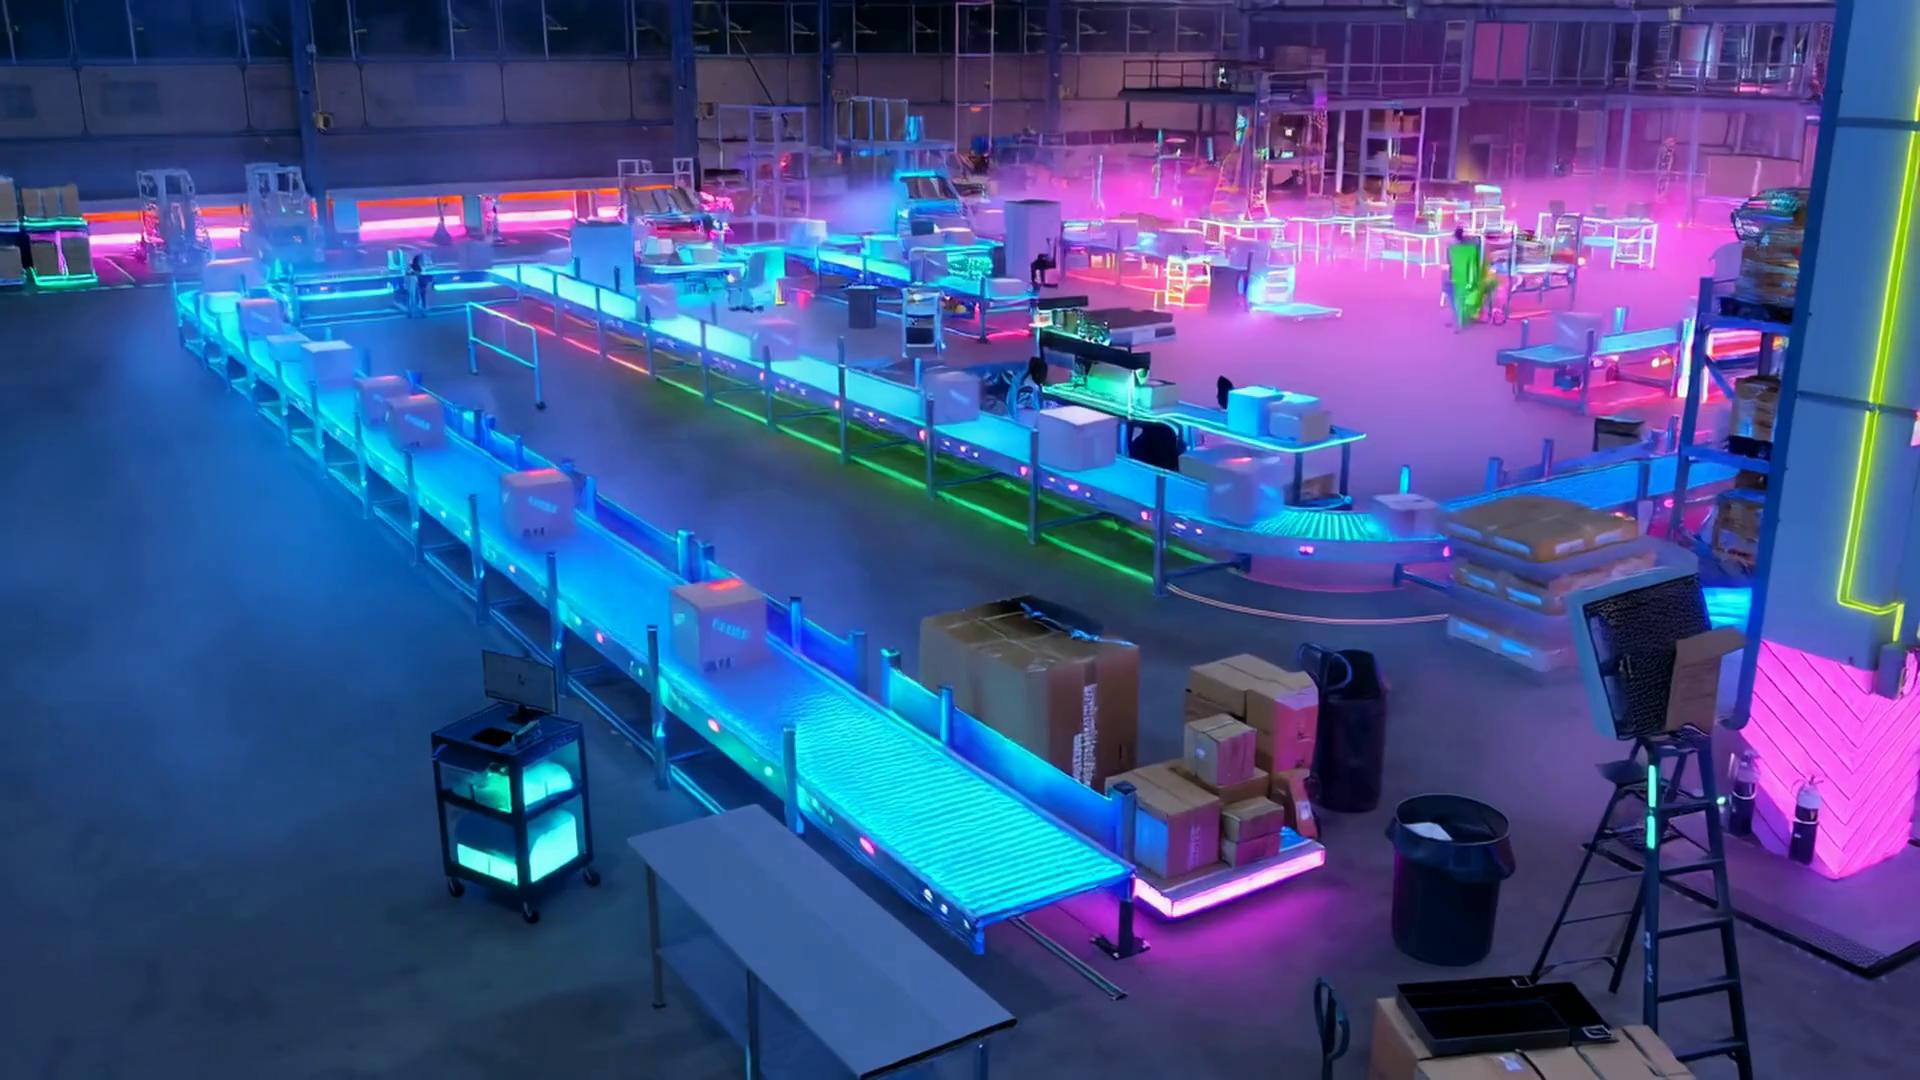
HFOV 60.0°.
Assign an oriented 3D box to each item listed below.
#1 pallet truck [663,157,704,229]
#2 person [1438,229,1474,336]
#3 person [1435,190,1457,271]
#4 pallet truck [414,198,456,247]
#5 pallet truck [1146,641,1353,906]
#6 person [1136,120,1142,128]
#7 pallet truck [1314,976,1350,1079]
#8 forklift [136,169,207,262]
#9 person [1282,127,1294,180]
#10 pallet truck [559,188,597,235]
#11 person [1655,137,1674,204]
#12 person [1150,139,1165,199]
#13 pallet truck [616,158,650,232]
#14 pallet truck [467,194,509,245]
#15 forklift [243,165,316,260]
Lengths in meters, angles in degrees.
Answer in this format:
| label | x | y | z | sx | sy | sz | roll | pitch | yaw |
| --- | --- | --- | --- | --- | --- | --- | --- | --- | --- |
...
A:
| label | x | y | z | sx | sy | sz | roll | pitch | yaw |
| --- | --- | --- | --- | --- | --- | --- | --- | --- | --- |
| pallet truck | -7.586 | -9.308 | 44.692 | 0.823 | 1.965 | 1.885 | -11 | 20 | -33 |
| person | 8.634 | -4.489 | 28.962 | 0.544 | 1.820 | 0.918 | -1 | 17 | -4 |
| person | 10.846 | -6.894 | 37.051 | 0.527 | 1.772 | 0.305 | -11 | 20 | -31 |
| pallet truck | -13.250 | -8.060 | 41.856 | 0.680 | 1.201 | 1.601 | -10 | 20 | -31 |
| pallet truck | 1.664 | 1.407 | 10.232 | 1.630 | 1.274 | 0.653 | -10 | 20 | -31 |
| person | 7.061 | -15.626 | 65.837 | 0.589 | 1.926 | 0.368 | -11 | 20 | -31 |
| pallet truck | 2.299 | 2.390 | 7.086 | 1.601 | 1.201 | 0.680 | -2 | 17 | -7 |
| forklift | -17.842 | -7.318 | 37.559 | 1.157 | 1.987 | 2.680 | -10 | 20 | -31 |
| person | 12.023 | -14.159 | 61.039 | 0.570 | 1.912 | 0.633 | -13 | 21 | -38 |
| pallet truck | -10.010 | -8.652 | 43.699 | 0.653 | 1.274 | 1.630 | -10 | 20 | -31 |
| person | 22.182 | -11.610 | 52.274 | 0.609 | 2.043 | 0.376 | -11 | 20 | -31 |
| person | 6.412 | -12.030 | 53.944 | 0.577 | 1.884 | 0.353 | -11 | 20 | -31 |
| pallet truck | -8.918 | -9.176 | 44.255 | 0.823 | 1.965 | 1.885 | -9 | 19 | -27 |
| pallet truck | -11.983 | -8.177 | 42.137 | 0.704 | 1.261 | 1.522 | -11 | 20 | -33 |
| forklift | -15.898 | -7.669 | 38.708 | 1.157 | 1.987 | 2.680 | -11 | 20 | -33 |
